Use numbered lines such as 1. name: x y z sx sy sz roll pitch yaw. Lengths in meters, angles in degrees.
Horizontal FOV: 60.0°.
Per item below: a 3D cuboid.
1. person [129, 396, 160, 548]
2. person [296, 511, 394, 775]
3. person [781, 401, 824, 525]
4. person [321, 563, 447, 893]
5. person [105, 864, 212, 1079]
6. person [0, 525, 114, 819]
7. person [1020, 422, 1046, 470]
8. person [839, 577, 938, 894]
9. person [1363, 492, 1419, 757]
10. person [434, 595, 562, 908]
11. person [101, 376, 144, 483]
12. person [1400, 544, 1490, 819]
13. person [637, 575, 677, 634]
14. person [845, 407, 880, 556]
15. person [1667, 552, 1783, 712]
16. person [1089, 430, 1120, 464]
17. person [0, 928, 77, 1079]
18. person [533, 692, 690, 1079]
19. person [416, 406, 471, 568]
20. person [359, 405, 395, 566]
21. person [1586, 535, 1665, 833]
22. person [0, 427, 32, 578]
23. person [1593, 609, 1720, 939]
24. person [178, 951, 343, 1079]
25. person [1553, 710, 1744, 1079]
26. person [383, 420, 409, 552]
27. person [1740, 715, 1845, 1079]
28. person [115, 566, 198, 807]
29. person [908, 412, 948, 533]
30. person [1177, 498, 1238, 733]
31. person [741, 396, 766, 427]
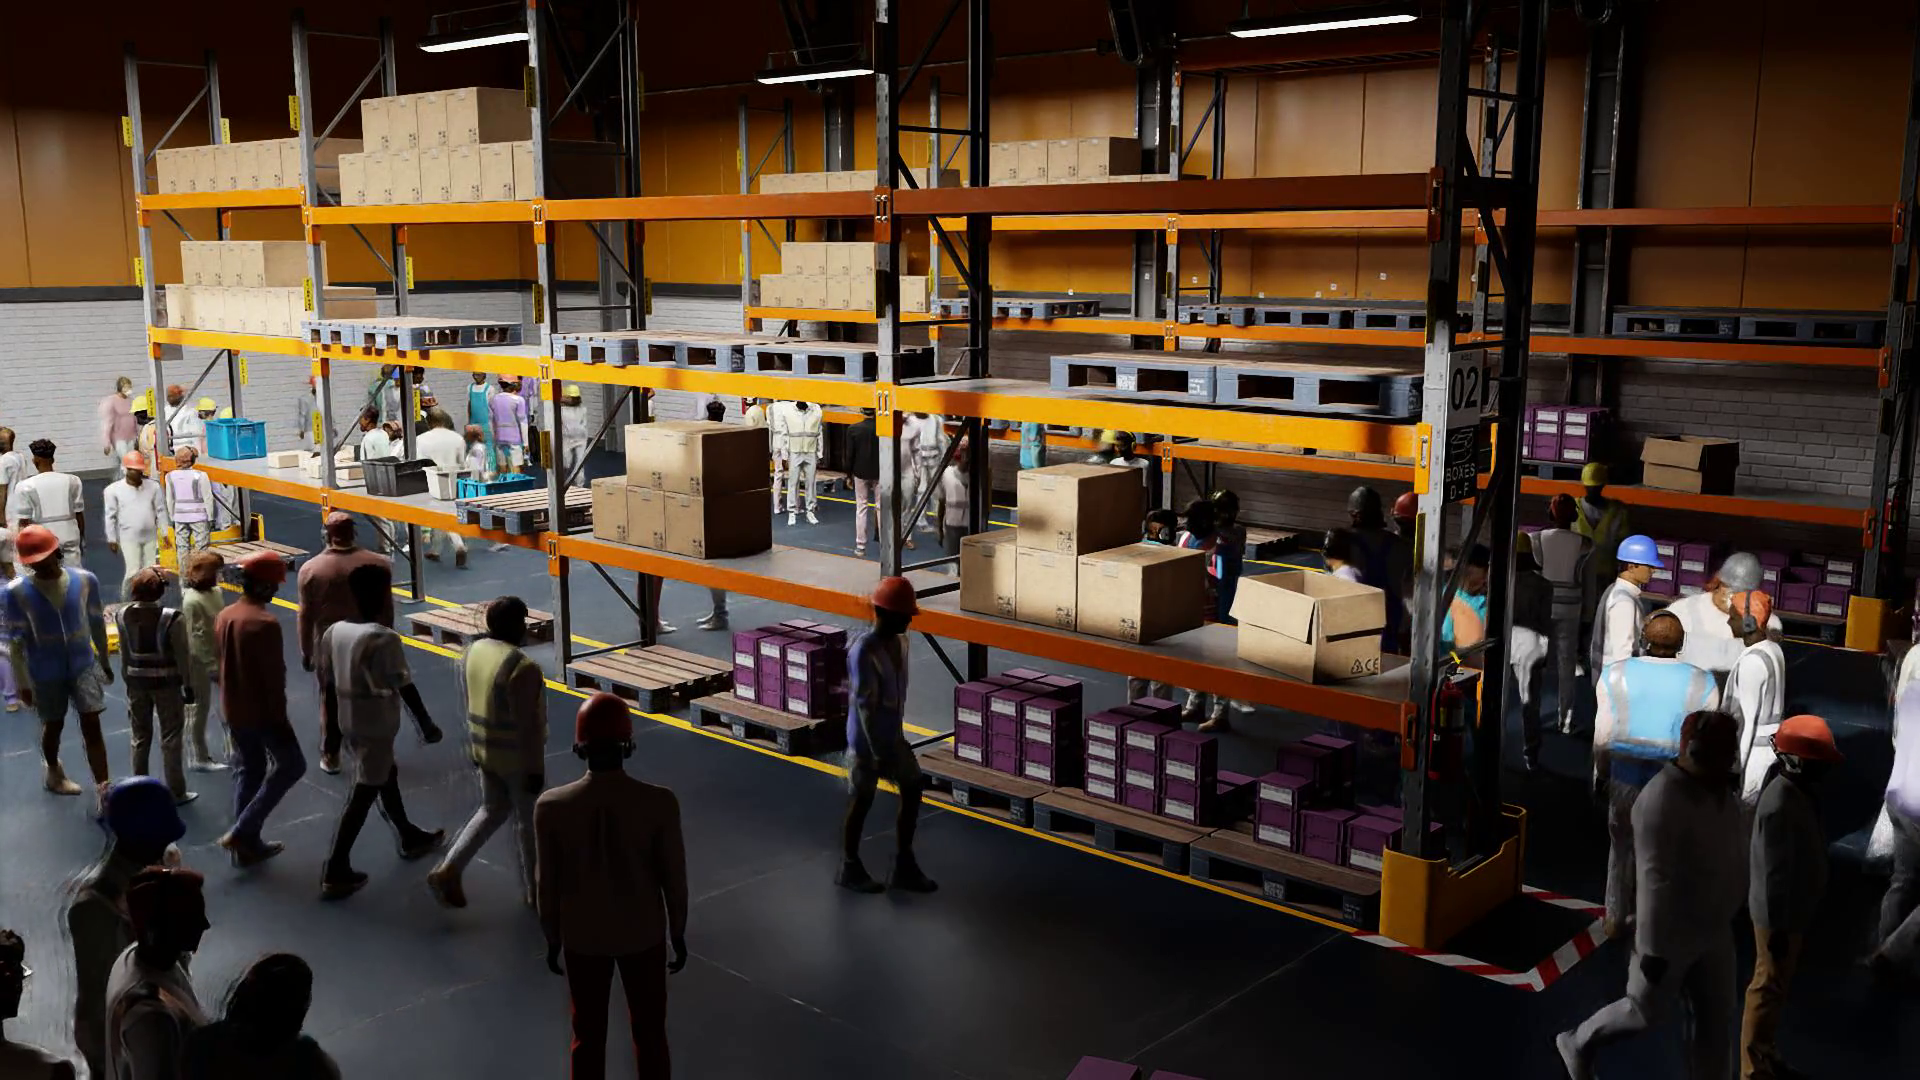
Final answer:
1. person: -10.139 -0.848 20.858 0.400 1.914 0.589 -6 12 -29
2. person: -4.396 0.740 11.923 0.664 1.906 0.405 -5 11 -26
3. person: -2.147 -1.164 22.626 0.597 1.913 0.369 -4 11 -19
4. person: -3.499 1.091 9.927 0.610 1.915 0.979 7 12 35
5. person: -2.498 1.926 5.269 0.358 1.876 0.589 -5 11 -27
6. person: -6.015 0.847 11.139 0.652 1.979 1.034 -9 14 -42
7. person: 0.957 -0.956 21.097 0.394 2.040 0.609 -1 10 -6
8. person: -0.408 1.148 9.596 0.734 1.903 0.554 6 12 32
9. person: 3.297 0.620 12.357 0.615 1.984 0.408 -5 11 -28
10. person: -2.608 1.224 9.394 0.645 1.825 0.741 9 13 40
11. person: -11.935 -1.394 23.935 0.863 1.904 0.643 2 10 9
12. person: 3.235 0.955 10.793 0.612 1.906 0.859 -8 13 -37
13. person: -3.008 -0.024 16.221 0.410 1.908 0.598 -6 12 -32
14. person: -1.085 -0.795 20.319 0.625 1.991 0.380 -1 10 -4
15. person: 4.545 0.994 10.069 0.738 2.000 0.726 3 10 17
16. person: 1.637 -0.444 19.185 0.487 1.701 0.895 -8 13 -39
17. person: -2.755 2.031 4.756 0.565 1.845 0.384 1 10 6
18. person: -1.411 1.596 6.796 0.623 1.995 0.387 -1 10 -6
19. person: -6.105 -0.630 19.673 0.959 1.904 0.639 9 14 43
20. person: -6.884 -0.640 19.652 0.391 1.920 0.587 -1 10 -4
21. person: 4.282 0.922 10.745 0.404 1.943 0.614 3 11 18
22. person: -10.267 -0.309 18.030 0.353 1.842 0.509 -1 10 -3
23. person: 3.753 1.282 9.002 0.625 1.847 0.429 5 11 25
24. person: -2.070 2.036 4.877 0.606 1.789 0.475 1 10 6
25. person: 3.016 1.611 7.059 0.648 1.878 0.880 -7 12 -34
26. person: -6.981 -0.666 20.590 0.511 1.641 0.307 4 11 21
27. person: 3.663 1.618 7.350 0.329 1.751 0.572 6 12 32
28. person: -5.423 0.993 11.237 0.515 1.631 0.312 2 10 9
29. person: -0.441 -1.004 21.901 0.614 1.855 0.411 -3 10 -17
30. person: 1.898 0.582 13.009 0.432 1.836 0.631 -6 11 -29
31. person: -3.024 -1.372 24.296 0.355 1.741 0.567 2 10 13
